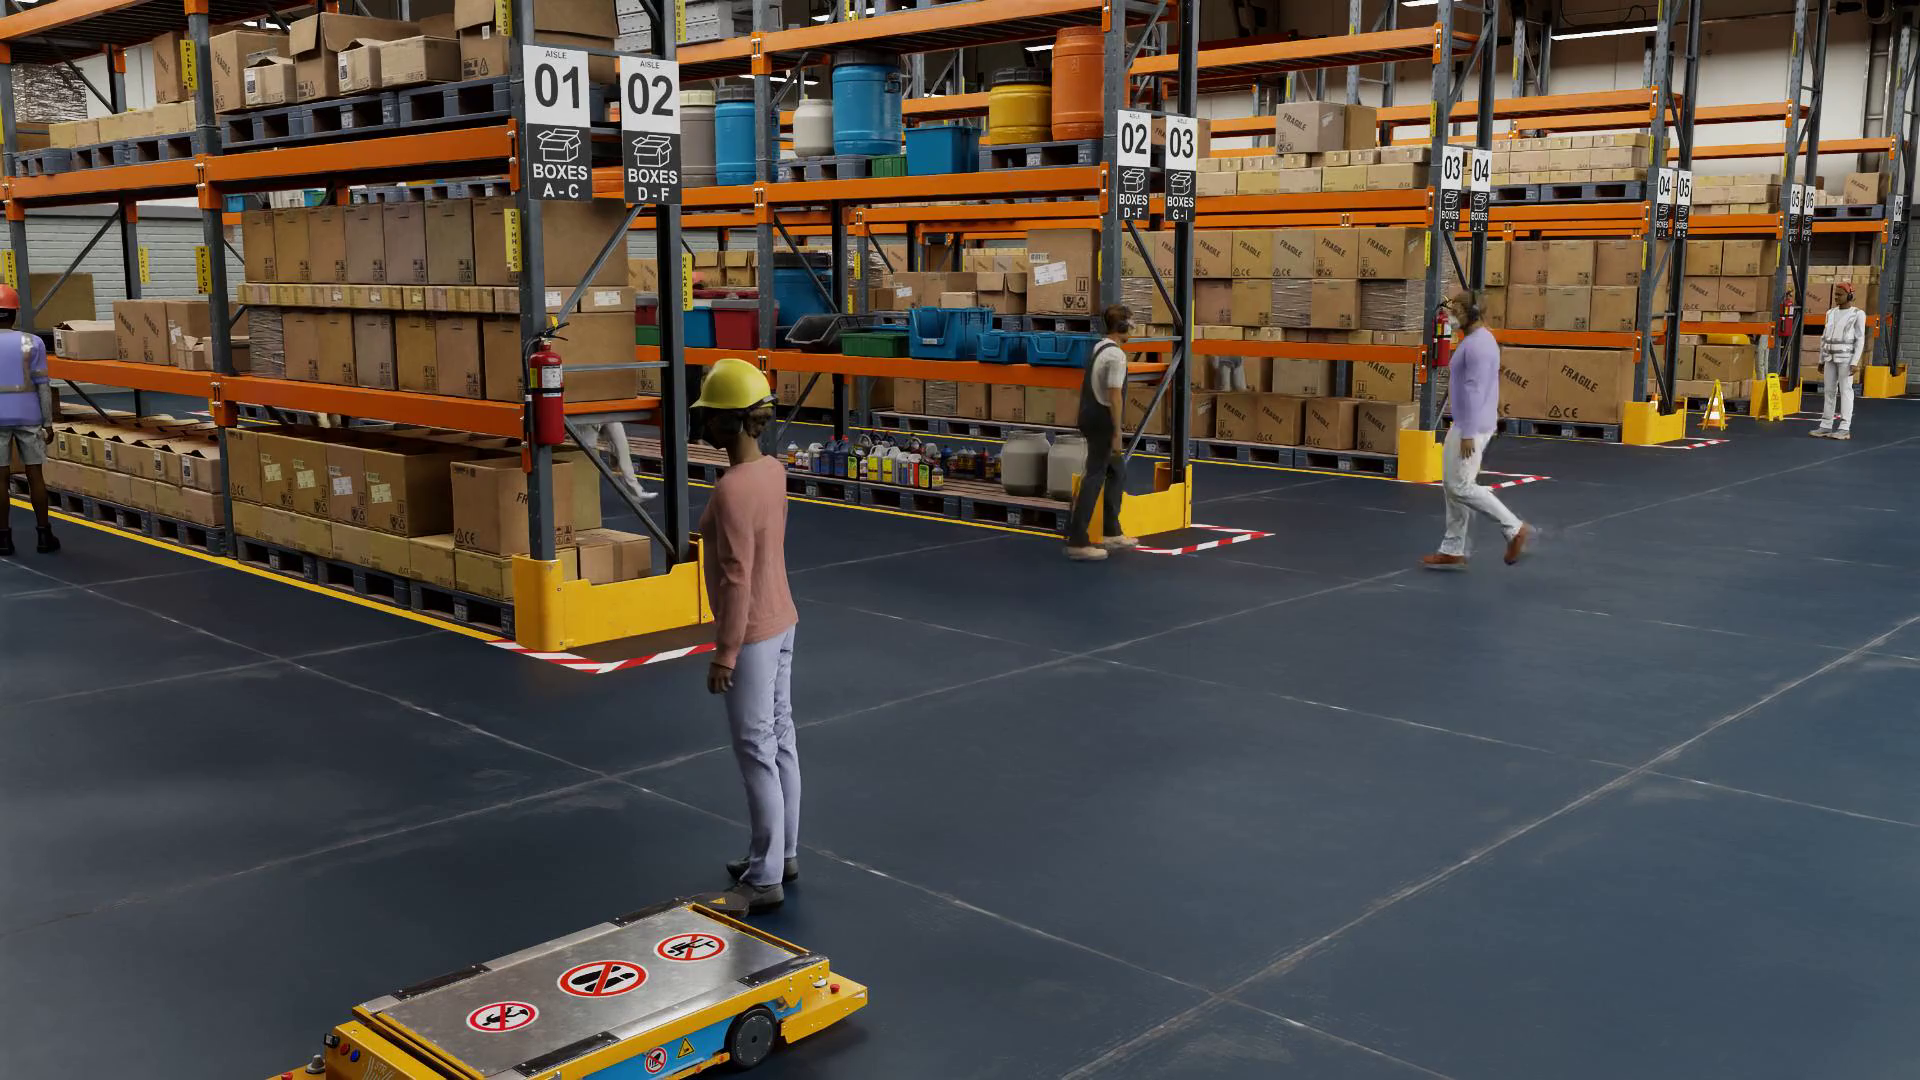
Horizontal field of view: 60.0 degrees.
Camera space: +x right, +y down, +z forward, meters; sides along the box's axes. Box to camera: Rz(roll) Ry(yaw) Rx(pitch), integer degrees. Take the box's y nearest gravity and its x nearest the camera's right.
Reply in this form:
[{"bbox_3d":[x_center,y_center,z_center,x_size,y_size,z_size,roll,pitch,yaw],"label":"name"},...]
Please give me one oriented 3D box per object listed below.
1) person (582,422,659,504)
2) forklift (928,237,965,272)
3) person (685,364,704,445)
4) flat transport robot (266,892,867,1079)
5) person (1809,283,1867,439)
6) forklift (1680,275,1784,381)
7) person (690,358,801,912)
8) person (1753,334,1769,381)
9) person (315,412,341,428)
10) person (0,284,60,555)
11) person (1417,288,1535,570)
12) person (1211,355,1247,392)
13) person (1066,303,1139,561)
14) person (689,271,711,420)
[{"bbox_3d":[-3.026,-1.068,14.309,0.826,1.590,0.529,4,10,26],"label":"person"},{"bbox_3d":[-0.326,-5.817,39.609,1.129,2.768,1.873,9,13,43],"label":"forklift"},{"bbox_3d":[-3.210,-2.028,18.946,0.536,2.000,0.681,5,10,27],"label":"person"},{"bbox_3d":[-0.980,1.246,4.283,0.652,0.197,1.431,9,13,43],"label":"flat transport robot"},{"bbox_3d":[10.680,-2.176,20.207,0.355,1.882,0.576,-3,10,-20],"label":"person"},{"bbox_3d":[12.480,-3.427,27.053,1.214,2.155,2.313,9,13,43],"label":"forklift"},{"bbox_3d":[-0.693,0.305,5.347,0.321,1.769,0.523,2,9,10],"label":"person"},{"bbox_3d":[12.053,-2.955,25.035,0.520,1.869,0.327,-9,13,-43],"label":"person"},{"bbox_3d":[-6.537,-1.537,17.145,0.511,1.604,0.781,-6,11,-31],"label":"person"},{"bbox_3d":[-6.864,-0.872,12.043,0.542,1.938,0.357,-4,10,-22],"label":"person"},{"bbox_3d":[3.511,-0.735,11.256,0.657,1.924,0.647,2,9,11],"label":"person"},{"bbox_3d":[3.290,-2.184,20.467,0.606,1.821,0.442,-7,11,-36],"label":"person"},{"bbox_3d":[1.046,-0.782,11.889,0.712,1.799,0.611,-2,10,-13],"label":"person"},{"bbox_3d":[-3.520,-2.630,22.569,0.655,2.022,0.610,9,13,43],"label":"person"}]
